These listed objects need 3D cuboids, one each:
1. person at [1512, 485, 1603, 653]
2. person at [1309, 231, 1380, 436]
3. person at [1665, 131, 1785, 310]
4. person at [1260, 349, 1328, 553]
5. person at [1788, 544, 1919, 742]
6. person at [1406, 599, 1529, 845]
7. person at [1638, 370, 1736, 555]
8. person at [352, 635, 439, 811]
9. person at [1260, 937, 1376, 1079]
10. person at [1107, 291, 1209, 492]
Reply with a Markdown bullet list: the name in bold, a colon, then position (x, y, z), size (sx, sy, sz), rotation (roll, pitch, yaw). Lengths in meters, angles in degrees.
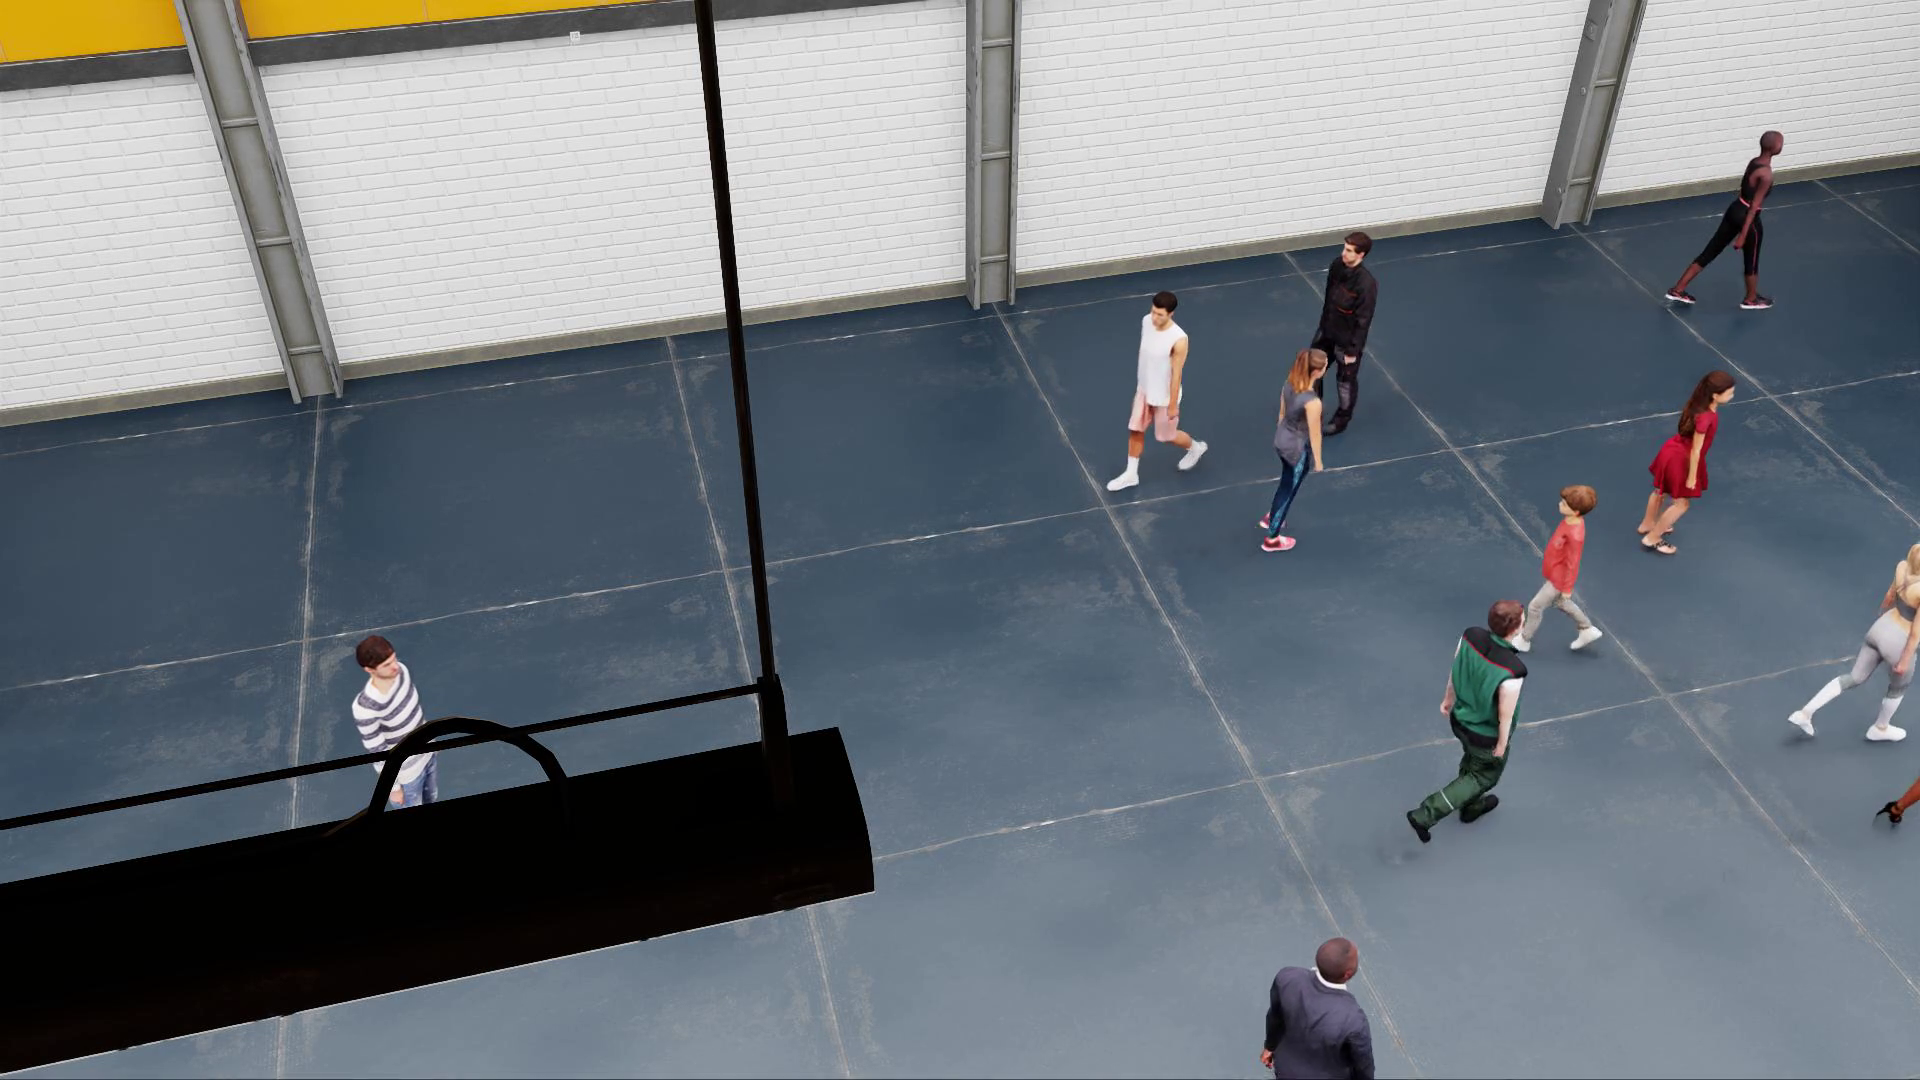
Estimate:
- **person**: position (4.149, 0.236, 11.276), size (0.989, 1.395, 0.799), rotation (9, 40, 12)
- **person**: position (3.128, -1.652, 13.293), size (0.795, 1.827, 0.811), rotation (-18, 42, -21)
- **person**: position (6.862, -2.812, 14.842), size (1.256, 1.707, 0.815), rotation (-1, 39, -1)
- **person**: position (2.354, -0.622, 12.093), size (0.588, 1.716, 0.566), rotation (-10, 40, -12)
- **person**: position (5.808, 0.662, 10.516), size (1.086, 1.678, 0.671), rotation (-6, 39, -7)
- **person**: position (3.033, 1.106, 9.843), size (1.040, 1.823, 0.757), rotation (-17, 41, -20)
- **person**: position (5.291, -0.598, 12.199), size (0.755, 1.545, 0.693), rotation (9, 40, 11)
- **person**: position (-3.214, 1.269, 9.614), size (0.688, 1.854, 0.721), rotation (6, 39, 8)
- **person**: position (1.649, 2.608, 7.983), size (1.290, 1.798, 0.994), rotation (-24, 44, -27)
- **person**: position (1.608, -1.154, 12.732), size (1.182, 1.749, 0.859), rotation (-20, 43, -23)
